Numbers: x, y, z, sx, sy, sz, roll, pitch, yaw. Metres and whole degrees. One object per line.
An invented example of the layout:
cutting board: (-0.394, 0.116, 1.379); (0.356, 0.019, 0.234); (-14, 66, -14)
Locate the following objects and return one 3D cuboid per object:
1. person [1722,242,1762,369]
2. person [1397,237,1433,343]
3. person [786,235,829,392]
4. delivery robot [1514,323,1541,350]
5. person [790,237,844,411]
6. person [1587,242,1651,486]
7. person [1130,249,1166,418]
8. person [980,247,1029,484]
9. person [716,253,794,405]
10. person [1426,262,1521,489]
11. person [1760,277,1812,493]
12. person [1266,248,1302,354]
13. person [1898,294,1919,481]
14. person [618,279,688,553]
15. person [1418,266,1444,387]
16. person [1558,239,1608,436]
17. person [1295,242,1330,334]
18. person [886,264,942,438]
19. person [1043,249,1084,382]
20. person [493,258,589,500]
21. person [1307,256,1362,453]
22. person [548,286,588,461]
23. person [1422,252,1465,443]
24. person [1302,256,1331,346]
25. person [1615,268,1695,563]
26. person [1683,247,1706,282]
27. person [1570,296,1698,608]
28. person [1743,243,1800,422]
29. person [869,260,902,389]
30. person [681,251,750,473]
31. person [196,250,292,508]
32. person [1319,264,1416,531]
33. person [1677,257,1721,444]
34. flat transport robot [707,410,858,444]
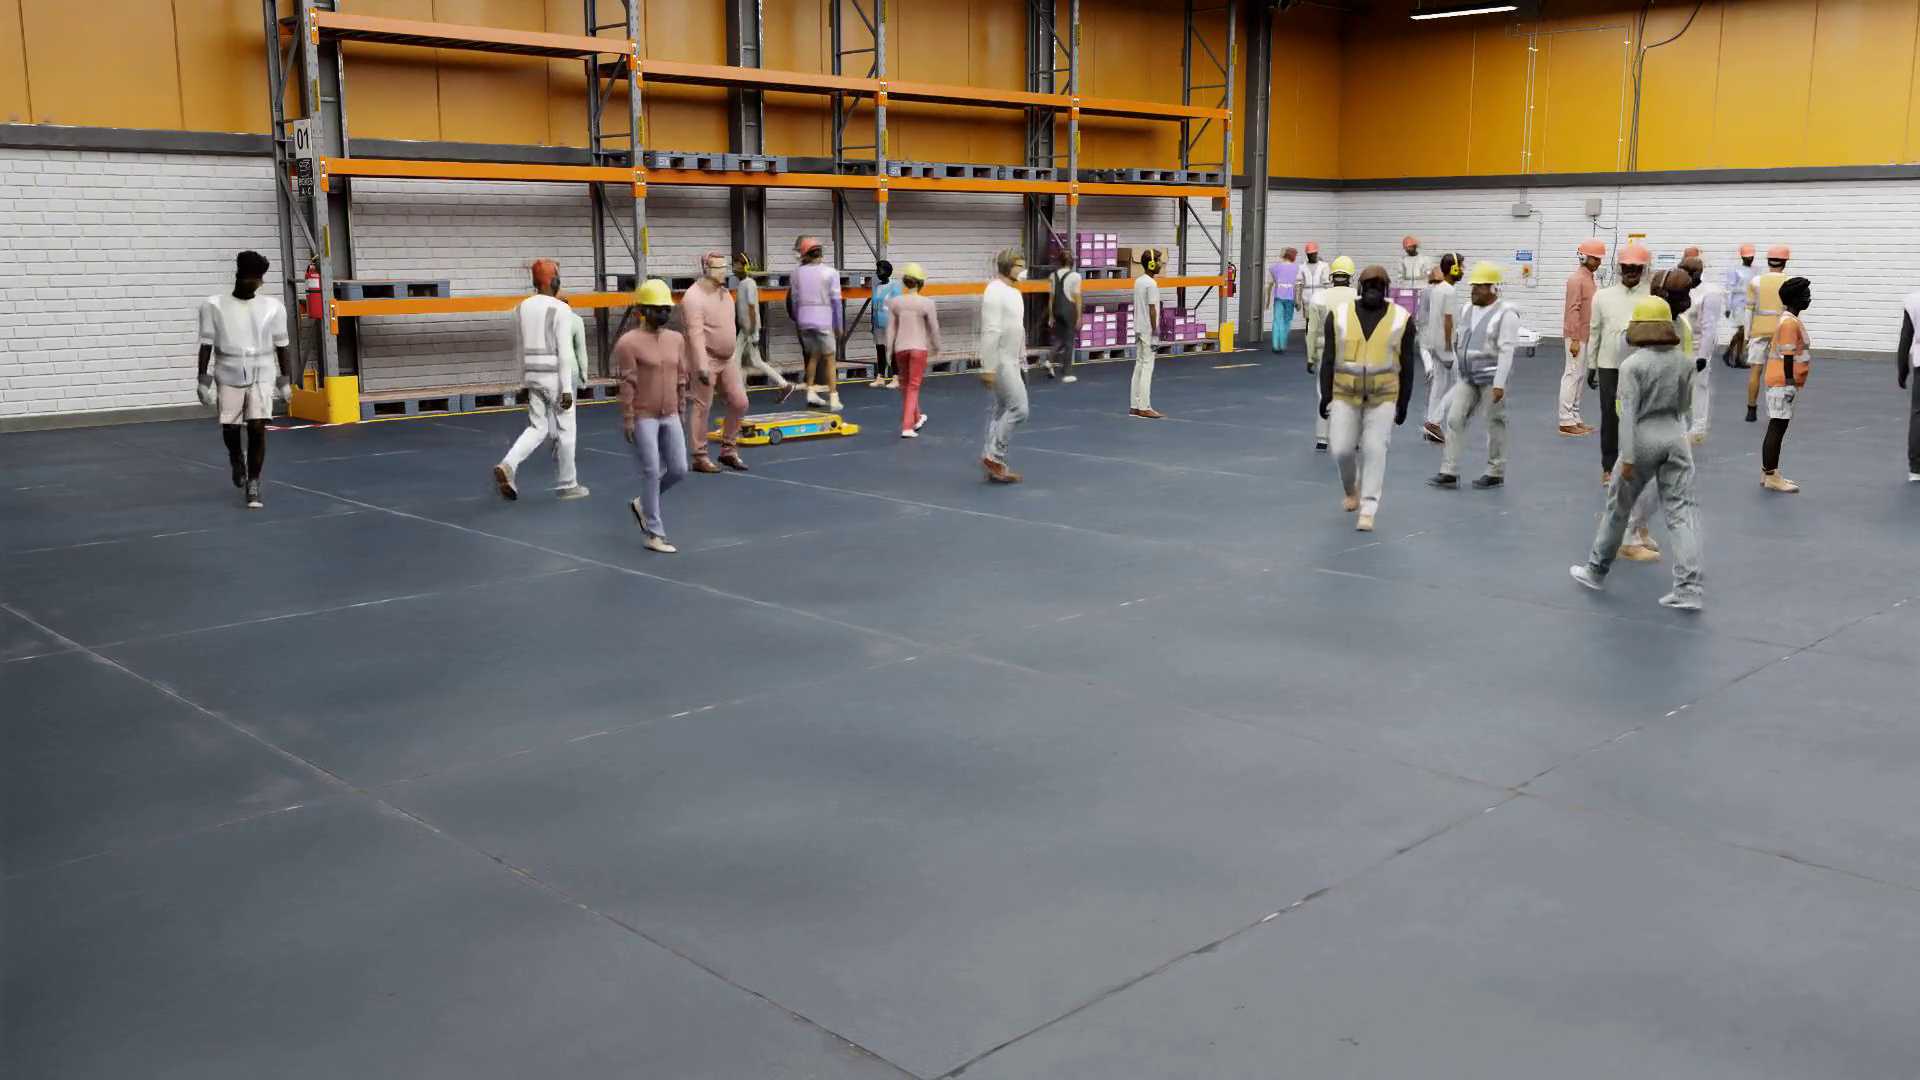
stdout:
person: (11.893, -3.542, 25.191); (0.583, 1.913, 0.399); (-4, 11, -20)
person: (8.490, -4.643, 31.015); (0.683, 1.994, 0.530); (5, 12, 26)
person: (-1.993, -2.937, 21.562); (0.535, 2.000, 0.677); (-6, 12, -29)
delivery robot: (9.342, -3.390, 27.828); (0.707, 0.478, 0.477); (6, 12, 29)
person: (-1.662, -2.513, 19.356); (0.655, 2.005, 0.498); (3, 11, 17)
person: (5.493, -1.459, 13.699); (0.615, 1.973, 0.880); (5, 11, 23)
person: (2.087, -2.289, 18.493); (0.323, 1.870, 0.518); (-3, 11, -15)
person: (0.394, -1.399, 13.483); (0.449, 1.922, 0.666); (3, 11, 17)
person: (-2.441, -2.505, 19.829); (0.876, 1.829, 0.534); (-4, 11, -22)
person: (4.046, -1.279, 13.144); (0.758, 1.804, 0.627); (-6, 12, -28)
person: (6.565, -1.234, 13.211); (0.319, 1.697, 0.533); (4, 11, 22)
person: (5.531, -4.086, 28.512); (0.696, 1.802, 0.794); (3, 11, 18)
person: (8.165, -1.438, 13.896); (0.600, 1.856, 1.031); (7, 12, 34)
person: (-1.996, -0.794, 10.681); (0.496, 1.754, 0.524); (9, 14, 41)
person: (6.293, -2.802, 21.968); (0.500, 1.625, 0.409); (0, 10, -1)
person: (6.318, -2.050, 16.875); (0.393, 1.985, 0.611); (7, 12, 33)
person: (6.001, -4.105, 28.294); (0.588, 1.897, 0.804); (3, 11, 14)
person: (-0.436, -1.914, 16.852); (0.545, 1.724, 0.890); (5, 12, 26)
person: (1.435, -3.076, 22.880); (0.501, 1.833, 0.472); (9, 14, 41)
person: (-3.171, -1.189, 12.552); (0.576, 1.861, 0.782); (6, 12, 31)
person: (3.527, -1.716, 15.472); (0.600, 1.829, 0.404); (2, 11, 11)
person: (-3.535, -1.463, 14.641); (0.527, 1.617, 0.392); (-4, 11, -20)
person: (4.738, -1.852, 16.148); (0.390, 1.854, 0.560); (0, 10, -2)
person: (6.520, -4.365, 30.439); (0.516, 1.641, 0.308); (2, 11, 13)
person: (4.296, -0.764, 10.296); (0.661, 1.825, 0.442); (-8, 13, -39)
person: (10.957, -3.491, 25.136); (0.596, 1.830, 0.982); (-9, 14, -42)
person: (3.817, -0.496, 9.206); (0.483, 1.687, 0.910); (-3, 11, -14)
person: (8.808, -2.242, 18.057); (0.551, 1.932, 0.378); (7, 12, 32)
person: (-0.992, -2.851, 22.028); (0.542, 1.695, 0.316); (9, 14, 42)
person: (-2.062, -1.496, 14.124); (0.590, 1.889, 0.641); (6, 12, 31)
person: (-5.411, -1.224, 12.568); (0.680, 1.917, 0.771); (-4, 11, -21)
person: (2.819, -0.993, 11.541); (0.642, 1.829, 0.582); (3, 11, 17)
person: (6.957, -1.804, 16.009); (0.768, 1.808, 0.649); (-4, 11, -20)
flat transport robot: (-1.768, -1.130, 16.537); (1.431, 0.197, 0.652); (-10, 14, -43)
